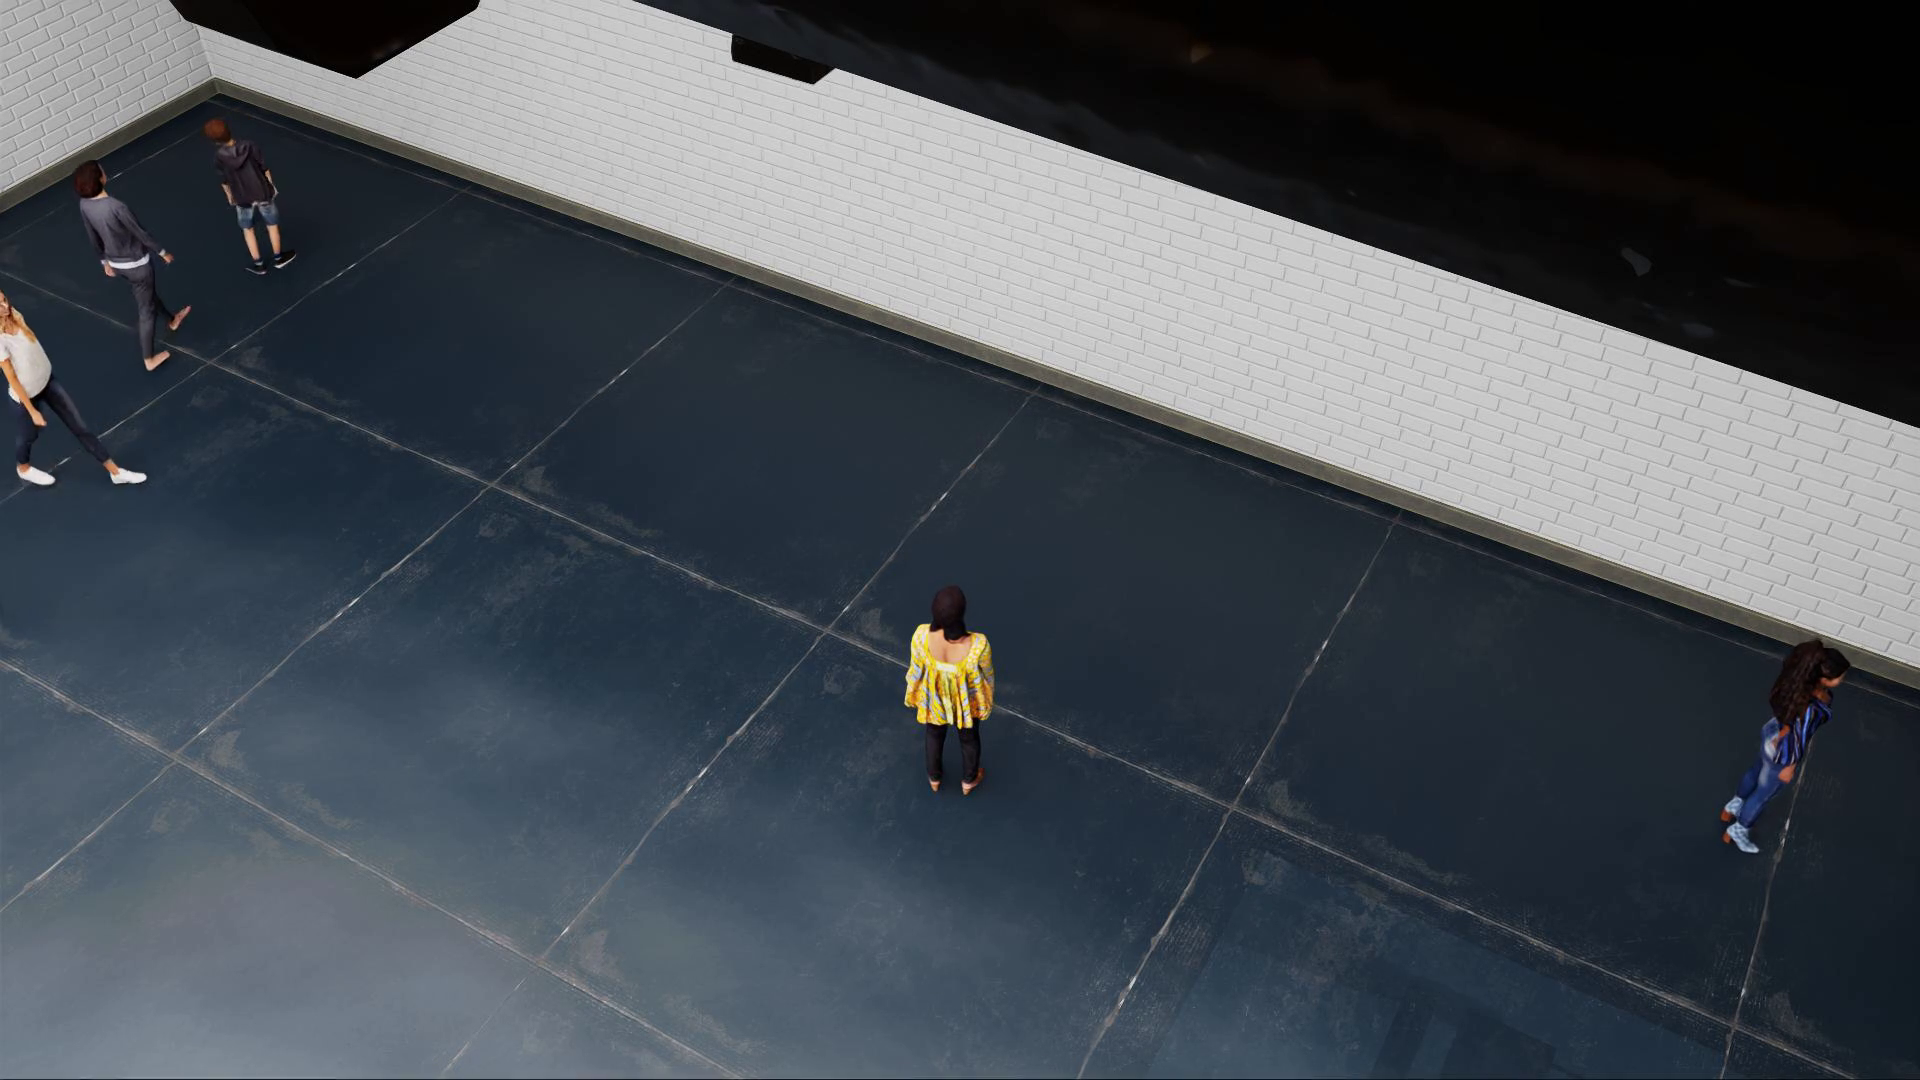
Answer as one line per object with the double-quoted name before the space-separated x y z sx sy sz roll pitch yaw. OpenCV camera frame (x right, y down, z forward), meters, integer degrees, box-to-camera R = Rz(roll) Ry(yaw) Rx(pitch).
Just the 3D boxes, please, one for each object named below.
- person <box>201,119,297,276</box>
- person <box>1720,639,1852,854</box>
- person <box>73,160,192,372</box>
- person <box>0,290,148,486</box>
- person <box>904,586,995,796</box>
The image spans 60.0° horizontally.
"person" -5.967 -2.930 14.060 0.670 1.431 0.739 -2 44 -2
"person" 4.743 1.182 9.607 0.713 1.619 0.542 14 45 14
"person" -6.501 -2.112 12.983 0.741 1.732 1.040 13 45 13
"person" -6.670 -1.025 11.824 1.011 1.757 1.207 4 44 4
"person" -0.051 0.916 9.862 0.824 1.652 0.866 7 44 7
